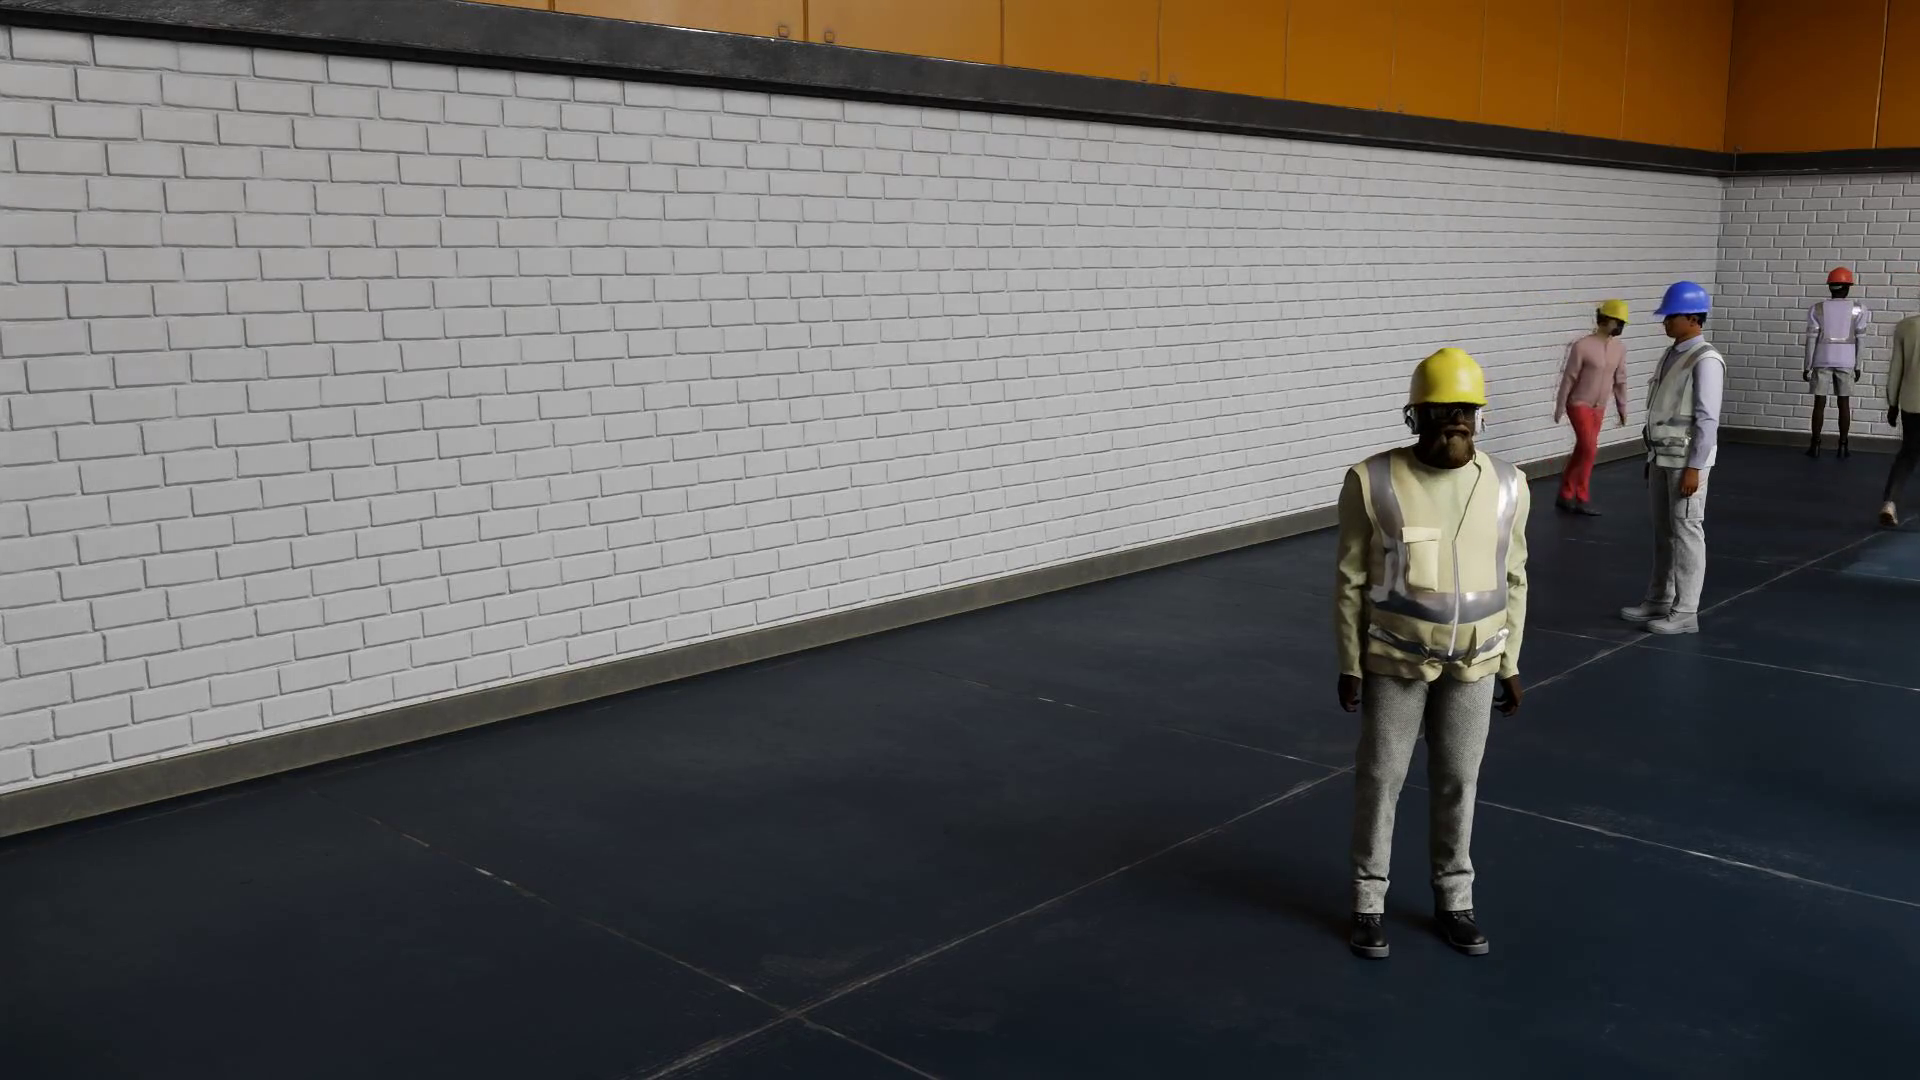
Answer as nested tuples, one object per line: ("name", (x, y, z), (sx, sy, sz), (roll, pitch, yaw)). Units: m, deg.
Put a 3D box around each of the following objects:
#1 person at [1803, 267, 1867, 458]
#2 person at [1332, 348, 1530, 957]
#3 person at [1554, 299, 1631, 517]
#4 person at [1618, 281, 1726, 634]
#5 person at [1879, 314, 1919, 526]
("person", (8.886, -1.798, 16.929), (0.545, 1.933, 0.376), (5, 11, 24))
("person", (1.415, 0.345, 4.998), (0.590, 1.837, 0.404), (-1, 10, -3))
("person", (5.012, -1.041, 13.199), (0.541, 1.723, 0.704), (-5, 11, -26))
("person", (3.985, -0.456, 9.239), (0.384, 1.948, 0.605), (0, 10, -2))
("person", (7.218, -1.015, 12.310), (0.526, 1.984, 0.640), (-6, 12, -32))
